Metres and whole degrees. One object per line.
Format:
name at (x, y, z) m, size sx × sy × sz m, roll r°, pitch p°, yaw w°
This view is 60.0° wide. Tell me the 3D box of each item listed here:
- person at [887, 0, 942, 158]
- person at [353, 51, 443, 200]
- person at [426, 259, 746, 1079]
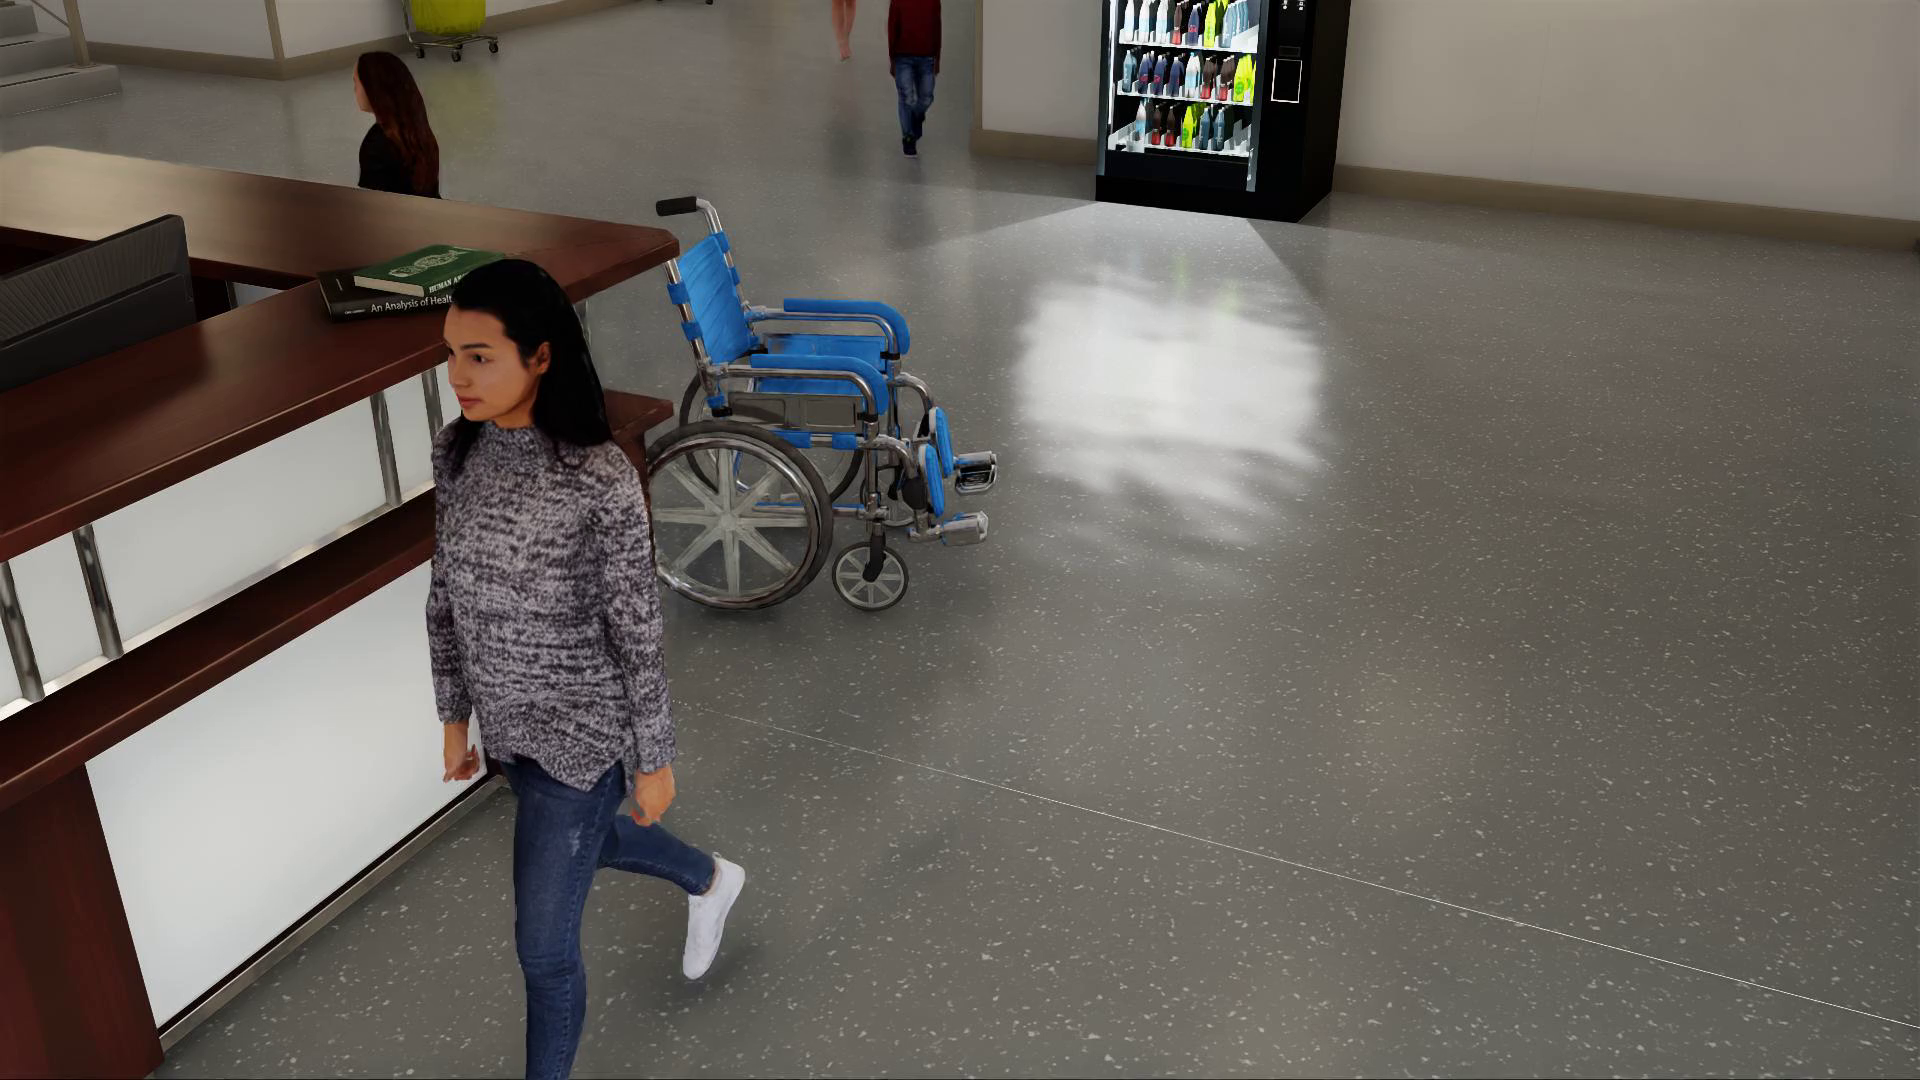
person at (-0.308, -3.147, 10.777) m, size 0.774 × 1.242 × 0.810 m, roll -6°, pitch 26°, yaw -13°
person at (-1.955, -1.030, 6.153) m, size 0.994 × 1.446 × 0.777 m, roll 1°, pitch 26°, yaw 2°
person at (-0.675, 0.321, 3.062) m, size 1.121 × 1.697 × 0.774 m, roll 15°, pitch 29°, yaw 28°
